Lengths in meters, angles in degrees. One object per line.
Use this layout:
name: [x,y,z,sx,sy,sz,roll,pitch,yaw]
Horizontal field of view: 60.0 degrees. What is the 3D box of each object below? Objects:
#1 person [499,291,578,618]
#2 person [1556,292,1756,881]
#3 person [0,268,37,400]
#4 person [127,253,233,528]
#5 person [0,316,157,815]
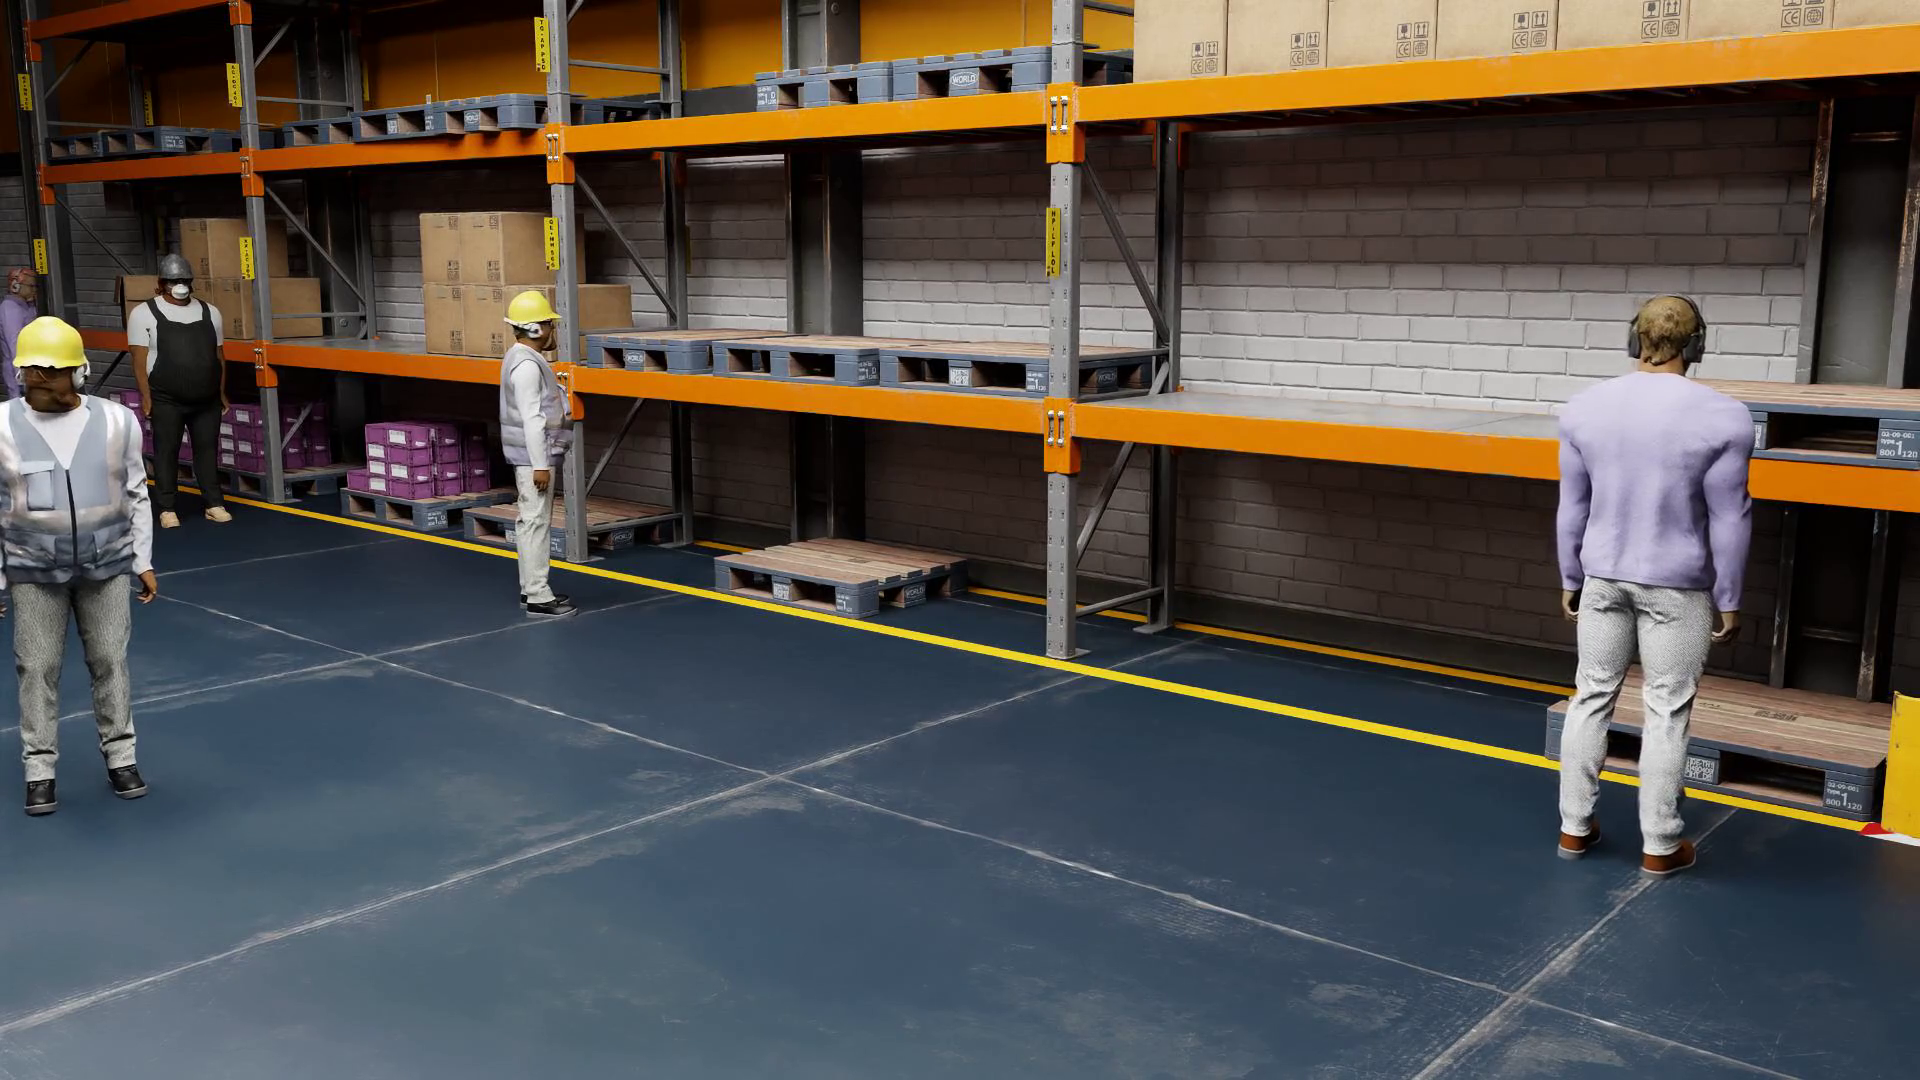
person: [-2.382,-0.481,9.402,0.404,1.837,0.596,-3,11,-19]
person: [2.278,0.153,5.524,0.628,1.931,0.357,9,14,42]
person: [-8.127,-1.409,14.511,0.401,1.901,0.642,-5,11,-24]
person: [-5.790,-1.120,12.457,0.537,2.000,0.682,10,14,44]
person: [-3.299,0.091,6.163,0.597,1.827,0.403,-7,12,-35]
